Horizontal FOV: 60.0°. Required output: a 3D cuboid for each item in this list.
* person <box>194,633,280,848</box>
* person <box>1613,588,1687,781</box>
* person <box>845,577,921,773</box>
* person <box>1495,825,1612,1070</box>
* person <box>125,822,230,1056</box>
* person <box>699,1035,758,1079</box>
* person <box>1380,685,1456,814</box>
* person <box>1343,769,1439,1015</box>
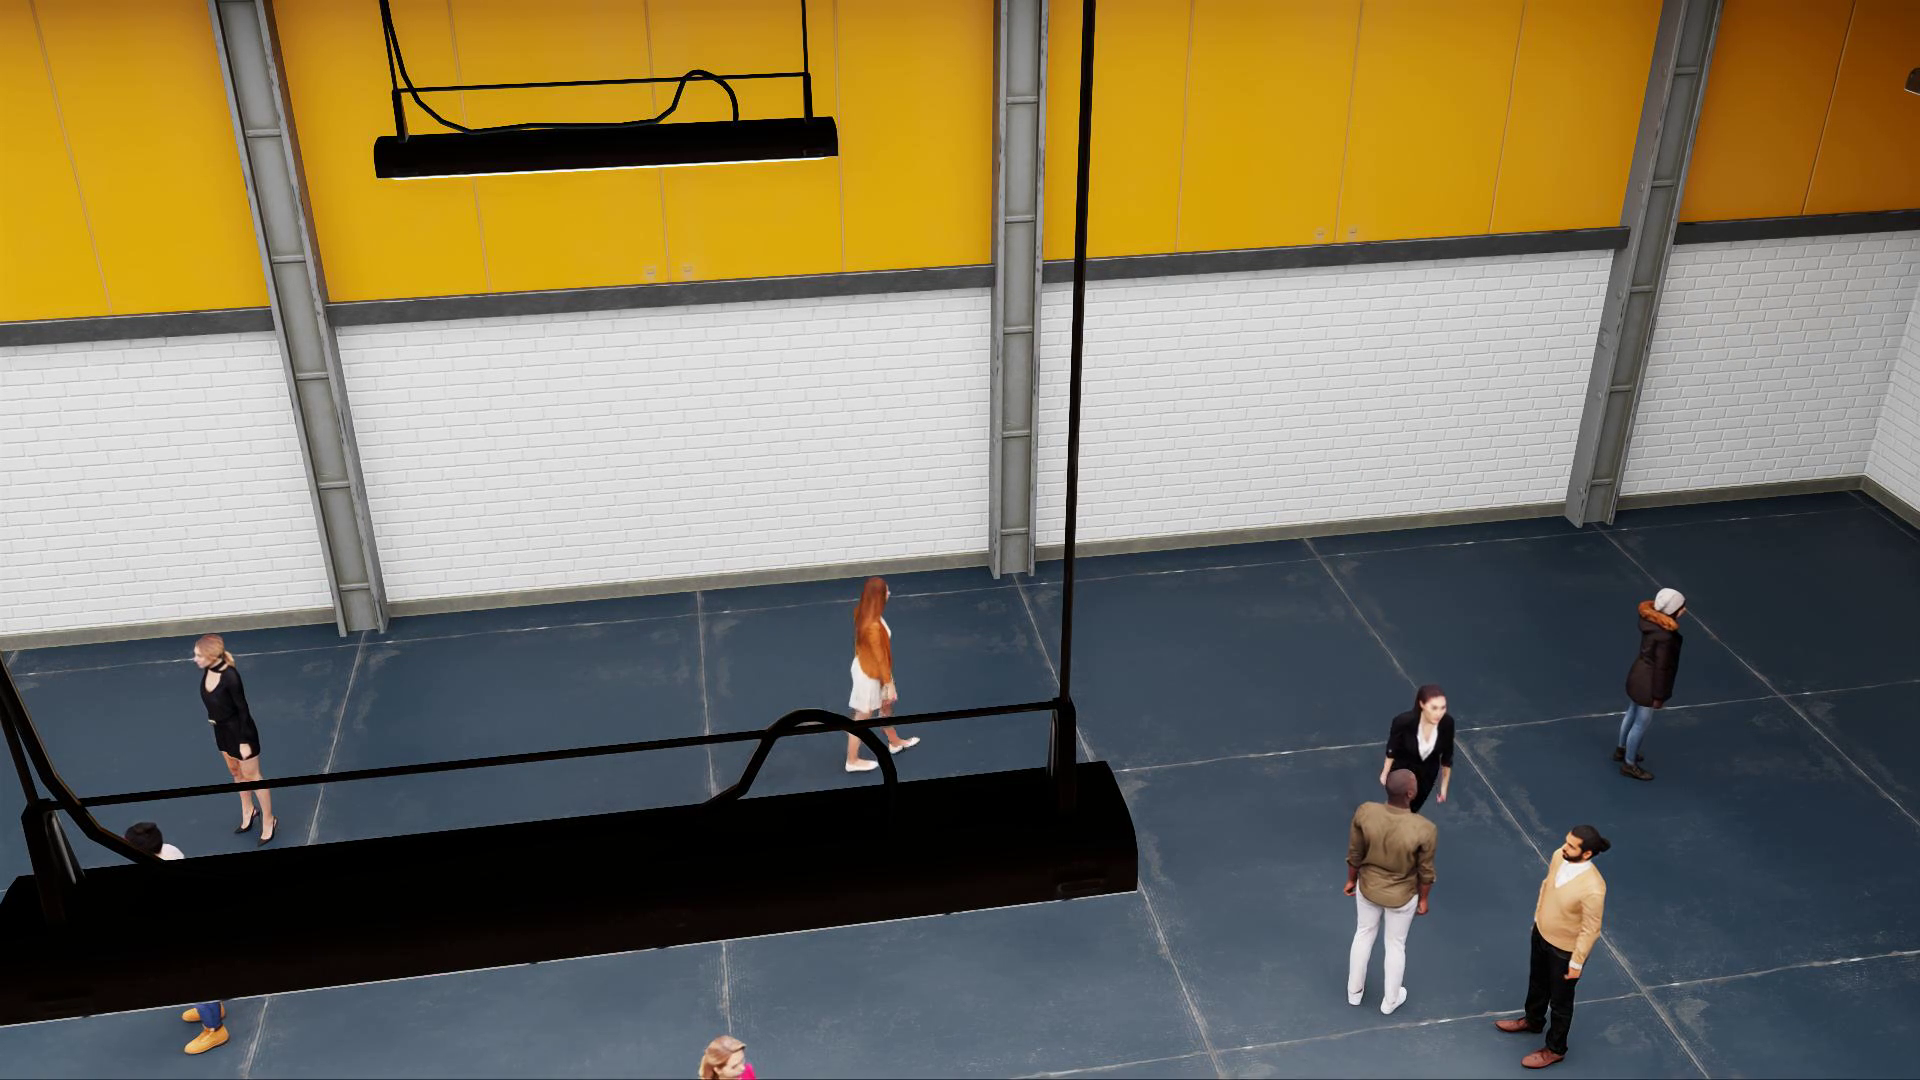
[{"bbox_3d":[-5.270,1.432,12.087,0.641,1.768,0.702,18,34,30],"label":"person"},{"bbox_3d":[5.335,1.086,12.862,0.698,1.633,0.700,4,29,7],"label":"person"},{"bbox_3d":[-0.778,1.061,12.840,0.877,1.697,0.662,-7,29,-13],"label":"person"},{"bbox_3d":[3.692,2.461,10.214,0.575,1.754,0.662,-6,29,-11],"label":"person"},{"bbox_3d":[-4.839,2.416,10.312,0.691,1.740,0.741,-11,30,-19],"label":"person"},{"bbox_3d":[-1.209,3.259,8.780,0.686,1.728,0.663,10,30,17],"label":"person"},{"bbox_3d":[3.191,1.644,11.834,0.628,1.637,0.667,-2,29,-3],"label":"person"},{"bbox_3d":[2.710,2.234,10.559,0.770,1.824,0.861,15,32,25],"label":"person"}]
